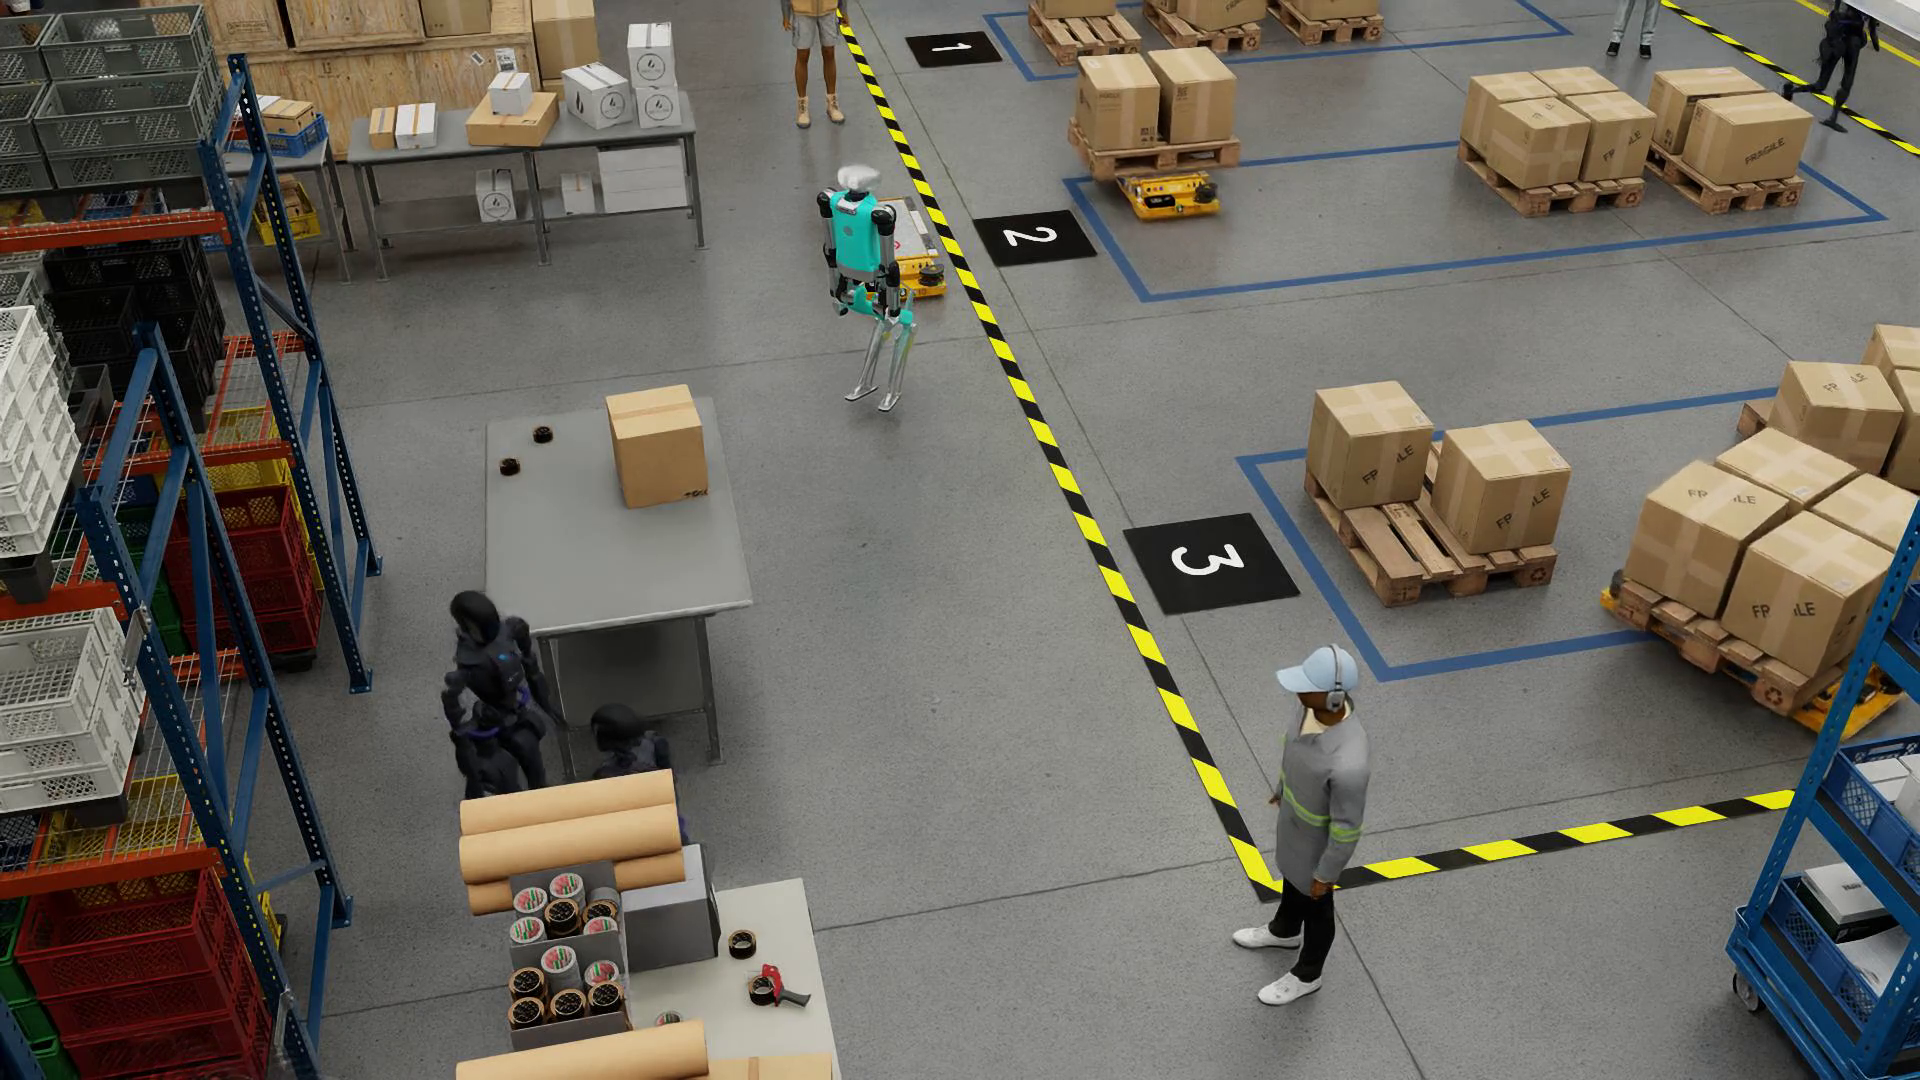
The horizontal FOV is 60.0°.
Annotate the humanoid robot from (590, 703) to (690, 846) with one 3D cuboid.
[{"bbox_3d":[-1.280,1.298,6.624,0.327,1.655,0.589,14,39,18],"label":"humanoid robot"}]

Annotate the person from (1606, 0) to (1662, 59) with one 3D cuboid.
[{"bbox_3d":[6.481,-5.435,15.545,0.586,1.836,0.404,10,38,13],"label":"person"}]

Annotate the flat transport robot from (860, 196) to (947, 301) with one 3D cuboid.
[{"bbox_3d":[-0.570,-2.220,12.538,0.659,0.231,1.431,-8,37,-10],"label":"flat transport robot"}]

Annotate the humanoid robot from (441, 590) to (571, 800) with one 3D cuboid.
[{"bbox_3d":[-1.994,0.845,7.263,0.549,1.646,0.615,16,40,20],"label":"humanoid robot"}]

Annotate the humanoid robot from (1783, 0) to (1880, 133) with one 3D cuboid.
[{"bbox_3d":[7.570,-4.366,14.260,0.611,1.638,0.615,-14,39,-19],"label":"humanoid robot"}]

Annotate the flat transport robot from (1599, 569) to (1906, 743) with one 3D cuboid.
[{"bbox_3d":[4.226,0.497,8.863,0.652,0.197,1.431,-25,43,-29],"label":"flat transport robot"}]

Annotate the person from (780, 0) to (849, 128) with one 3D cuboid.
[{"bbox_3d":[-1.232,-4.544,14.173,0.607,2.048,0.365,-9,38,-12],"label":"person"}]

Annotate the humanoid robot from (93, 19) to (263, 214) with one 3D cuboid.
[{"bbox_3d":[-5.716,-2.994,12.365,0.944,1.788,0.549,-8,37,-11],"label":"humanoid robot"}]

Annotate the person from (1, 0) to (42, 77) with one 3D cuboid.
[{"bbox_3d":[-8.692,-5.145,15.076,0.361,1.932,0.541,-28,45,-32],"label":"person"}]

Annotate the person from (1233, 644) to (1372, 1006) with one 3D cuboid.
[{"bbox_3d":[1.385,1.148,6.686,0.395,1.850,0.589,-5,37,-6],"label":"person"}]

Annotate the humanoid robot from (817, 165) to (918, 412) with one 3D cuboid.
[{"bbox_3d":[-0.487,-1.623,10.392,0.533,1.677,0.735,21,41,26],"label":"humanoid robot"}]

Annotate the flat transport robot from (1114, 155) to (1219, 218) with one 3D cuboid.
[{"bbox_3d":[1.578,-3.057,13.638,0.652,0.197,1.431,-8,37,-10],"label":"flat transport robot"}]
